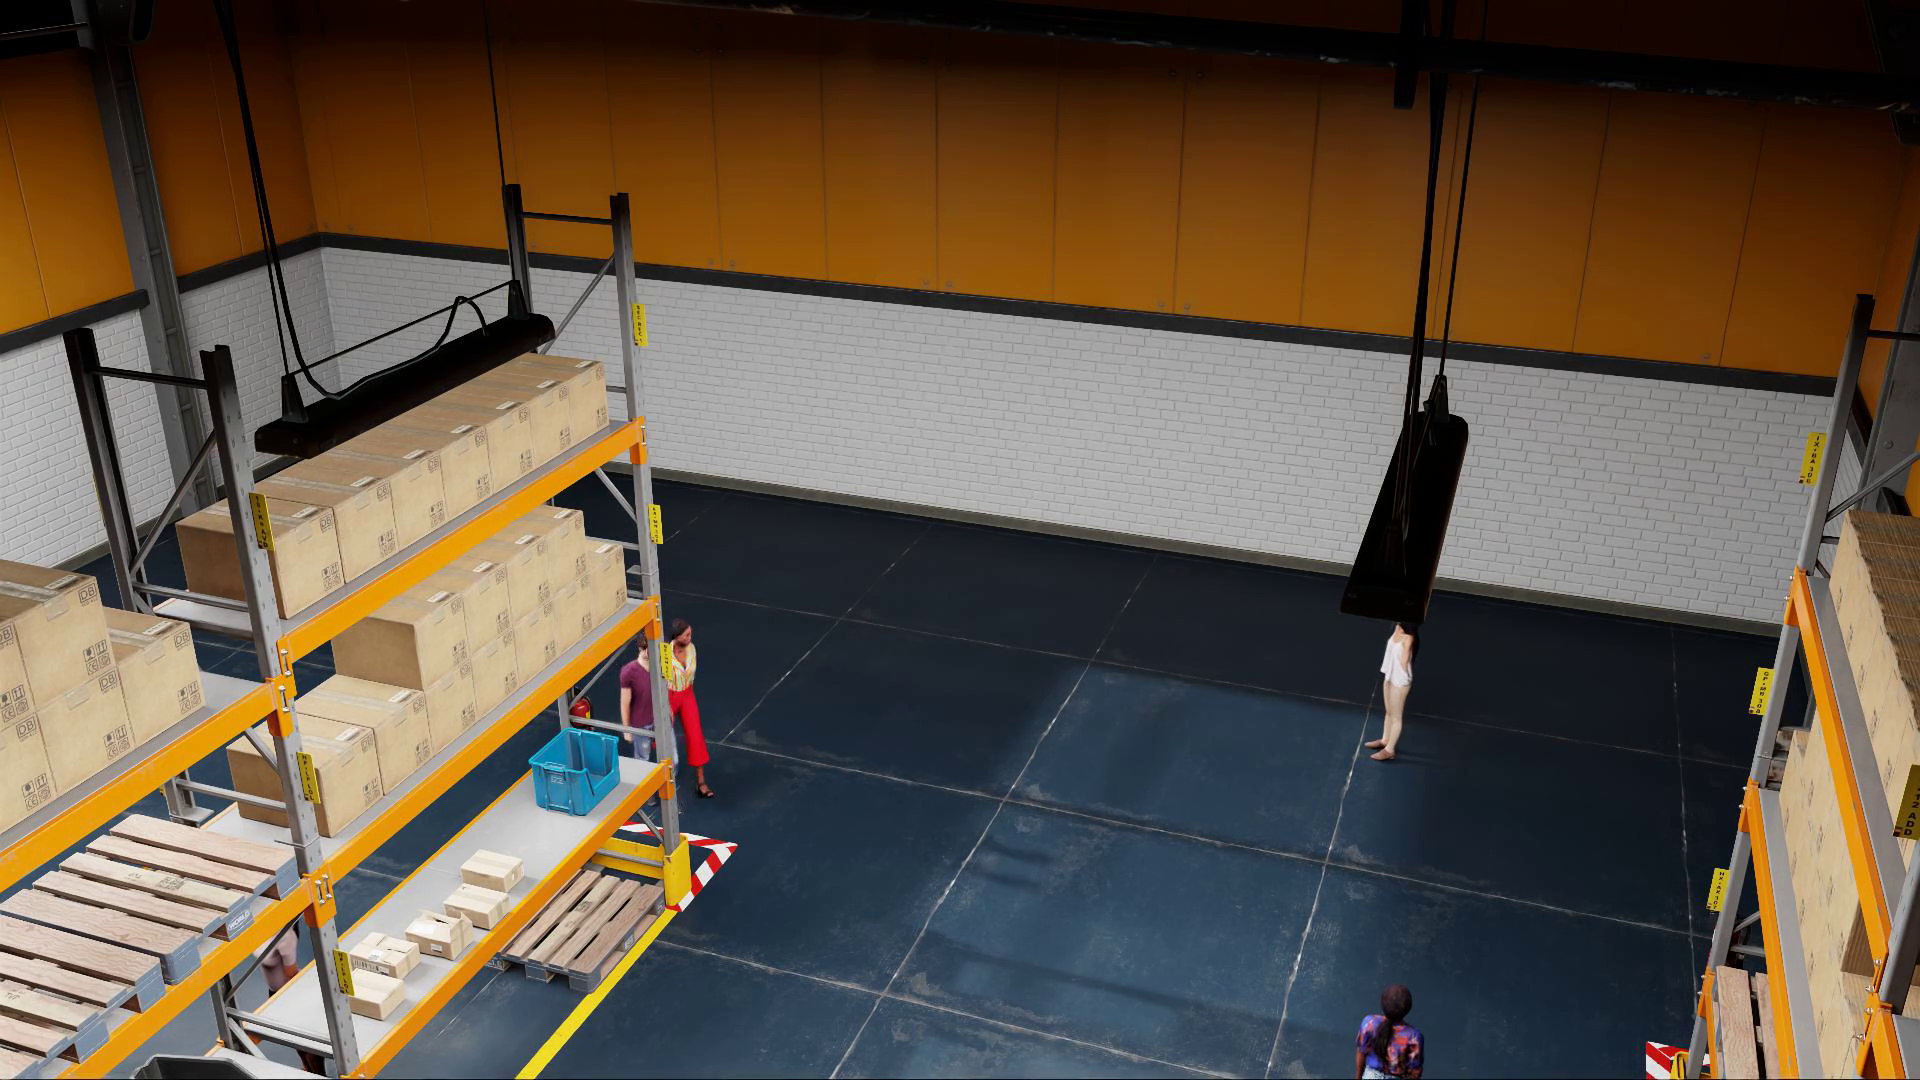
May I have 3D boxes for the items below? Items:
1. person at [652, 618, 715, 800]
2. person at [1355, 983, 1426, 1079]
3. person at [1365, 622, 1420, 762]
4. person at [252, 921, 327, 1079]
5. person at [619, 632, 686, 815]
[{"bbox_3d":[-2.695,1.541,15.575,1.203,1.719,1.128,-16,28,-31],"label":"person"},{"bbox_3d":[2.749,3.613,10.809,0.657,1.740,0.811,12,26,26],"label":"person"},{"bbox_3d":[4.254,1.340,16.117,0.703,1.652,0.647,-11,26,-23],"label":"person"},{"bbox_3d":[-4.717,3.207,11.732,0.665,1.745,0.659,21,31,39],"label":"person"},{"bbox_3d":[-2.897,1.617,15.279,0.959,1.816,1.003,-17,29,-33],"label":"person"}]
